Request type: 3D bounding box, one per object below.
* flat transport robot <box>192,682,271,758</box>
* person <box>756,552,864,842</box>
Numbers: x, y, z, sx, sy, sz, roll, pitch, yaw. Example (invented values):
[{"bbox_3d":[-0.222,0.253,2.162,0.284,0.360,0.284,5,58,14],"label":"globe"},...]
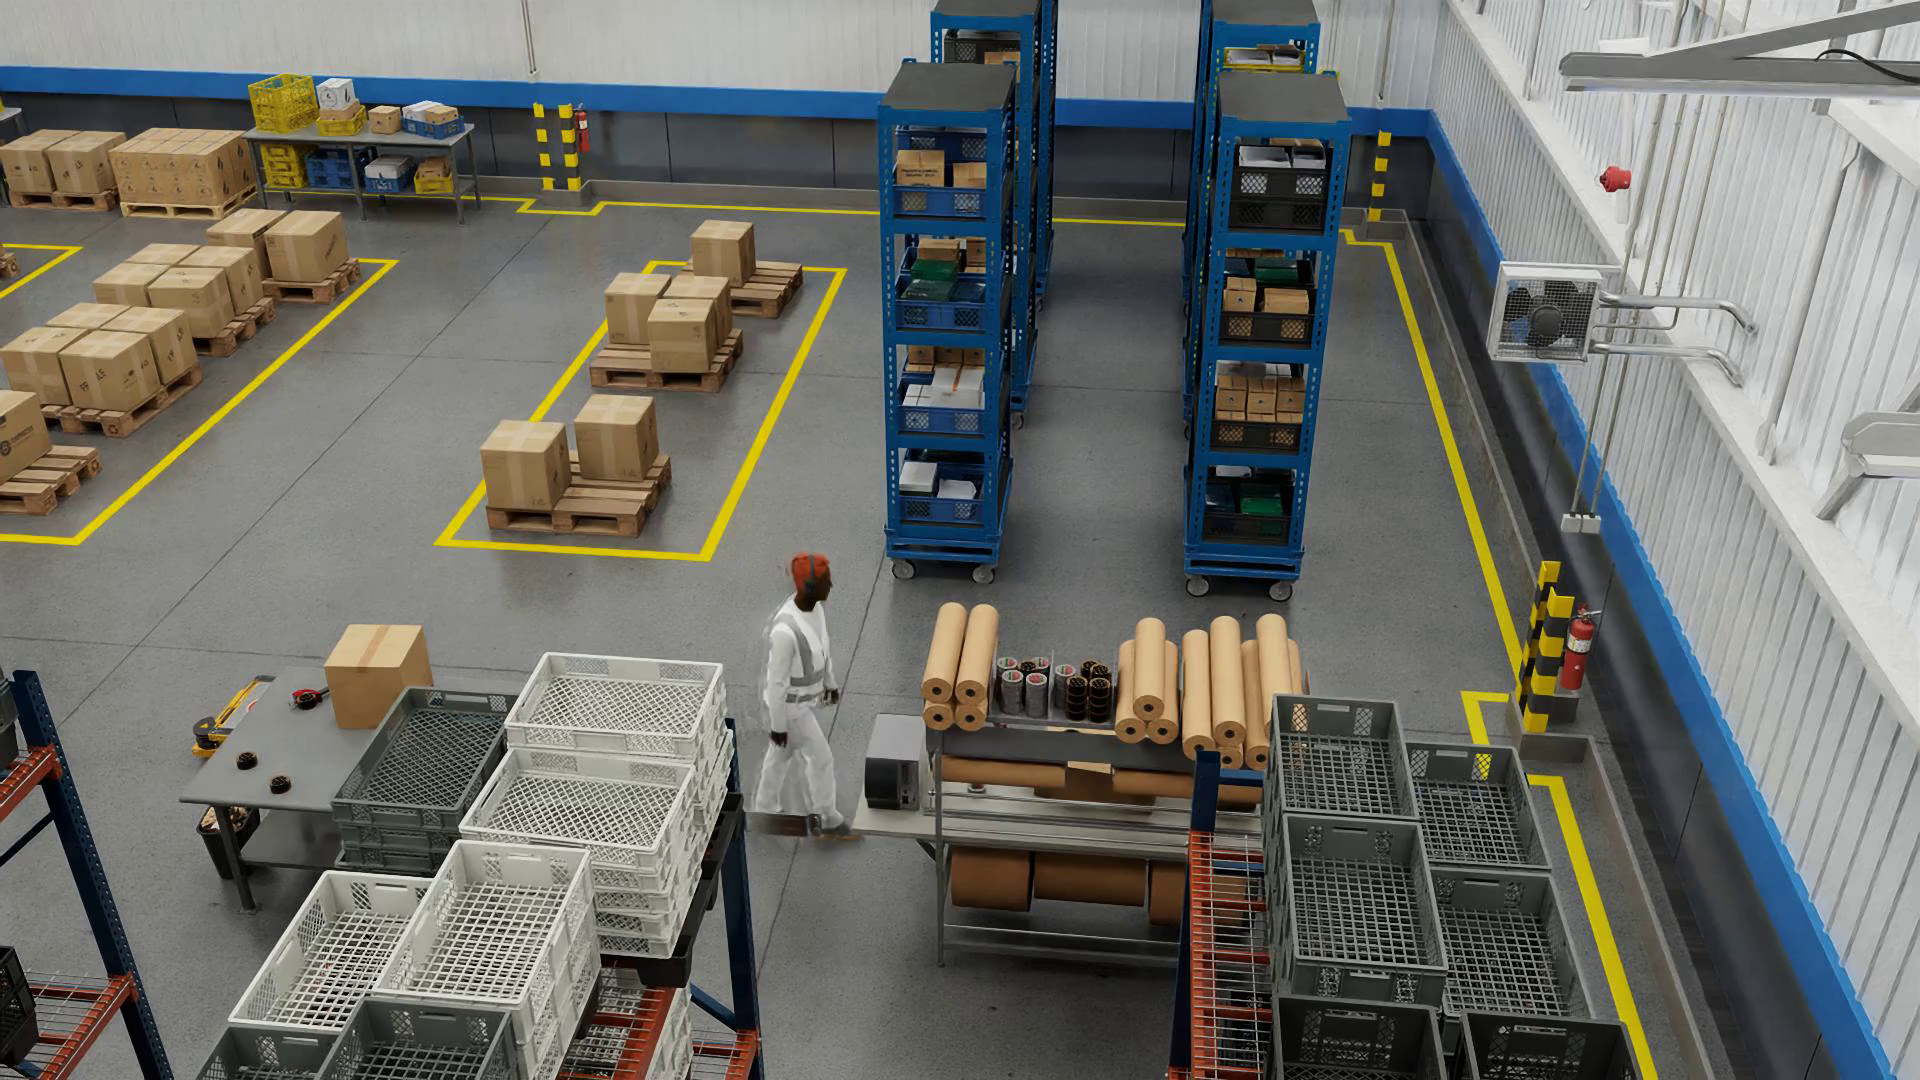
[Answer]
[{"bbox_3d":[-4.089,1.163,10.648,1.431,0.197,0.652,3,30,6],"label":"flat transport robot"},{"bbox_3d":[-0.864,0.915,9.537,0.795,1.839,0.603,4,30,6],"label":"person"}]
